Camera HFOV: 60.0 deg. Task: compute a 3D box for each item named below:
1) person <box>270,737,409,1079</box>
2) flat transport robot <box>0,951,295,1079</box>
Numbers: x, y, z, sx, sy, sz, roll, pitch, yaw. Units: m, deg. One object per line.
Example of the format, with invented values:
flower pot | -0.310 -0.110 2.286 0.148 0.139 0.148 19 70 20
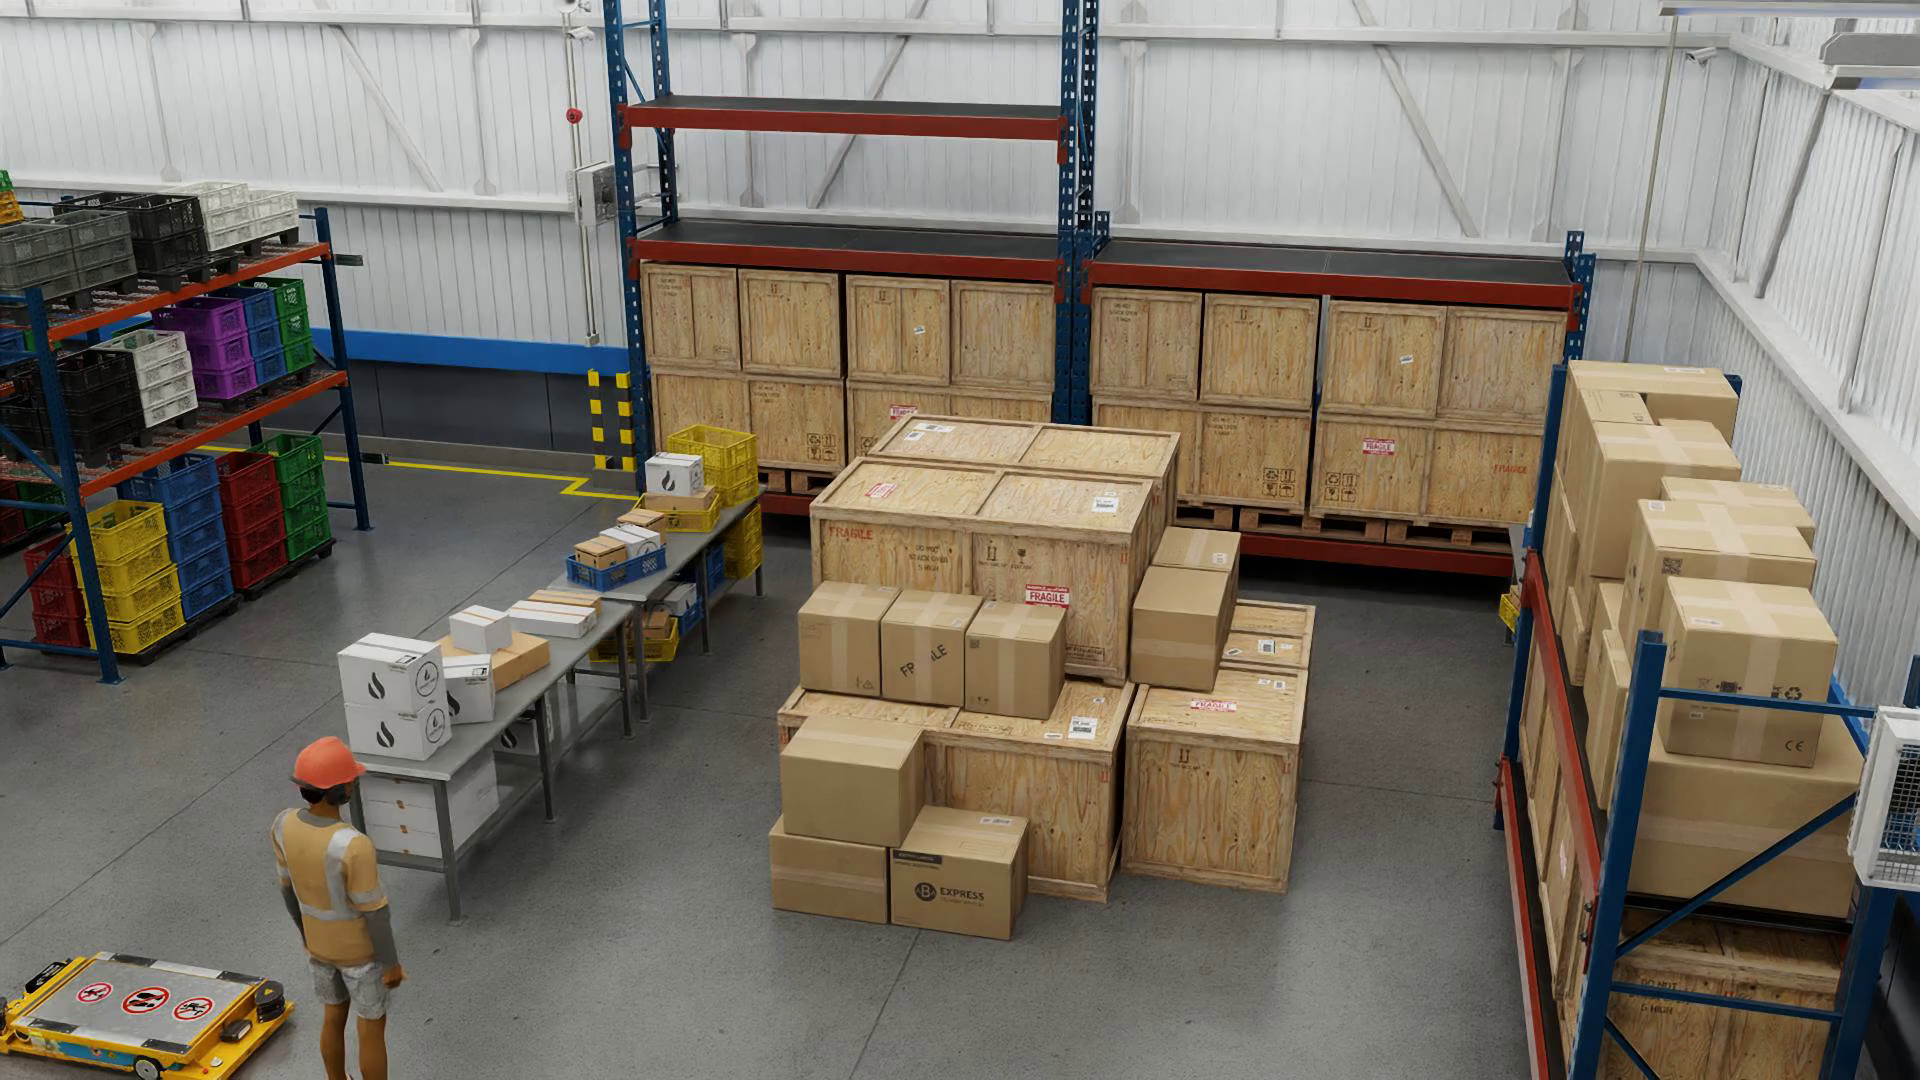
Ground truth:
person | -2.835 1.848 7.732 0.613 2.040 0.374 11 24 27
flat transport robot | -4.270 2.464 8.601 1.431 0.231 0.659 5 22 13
